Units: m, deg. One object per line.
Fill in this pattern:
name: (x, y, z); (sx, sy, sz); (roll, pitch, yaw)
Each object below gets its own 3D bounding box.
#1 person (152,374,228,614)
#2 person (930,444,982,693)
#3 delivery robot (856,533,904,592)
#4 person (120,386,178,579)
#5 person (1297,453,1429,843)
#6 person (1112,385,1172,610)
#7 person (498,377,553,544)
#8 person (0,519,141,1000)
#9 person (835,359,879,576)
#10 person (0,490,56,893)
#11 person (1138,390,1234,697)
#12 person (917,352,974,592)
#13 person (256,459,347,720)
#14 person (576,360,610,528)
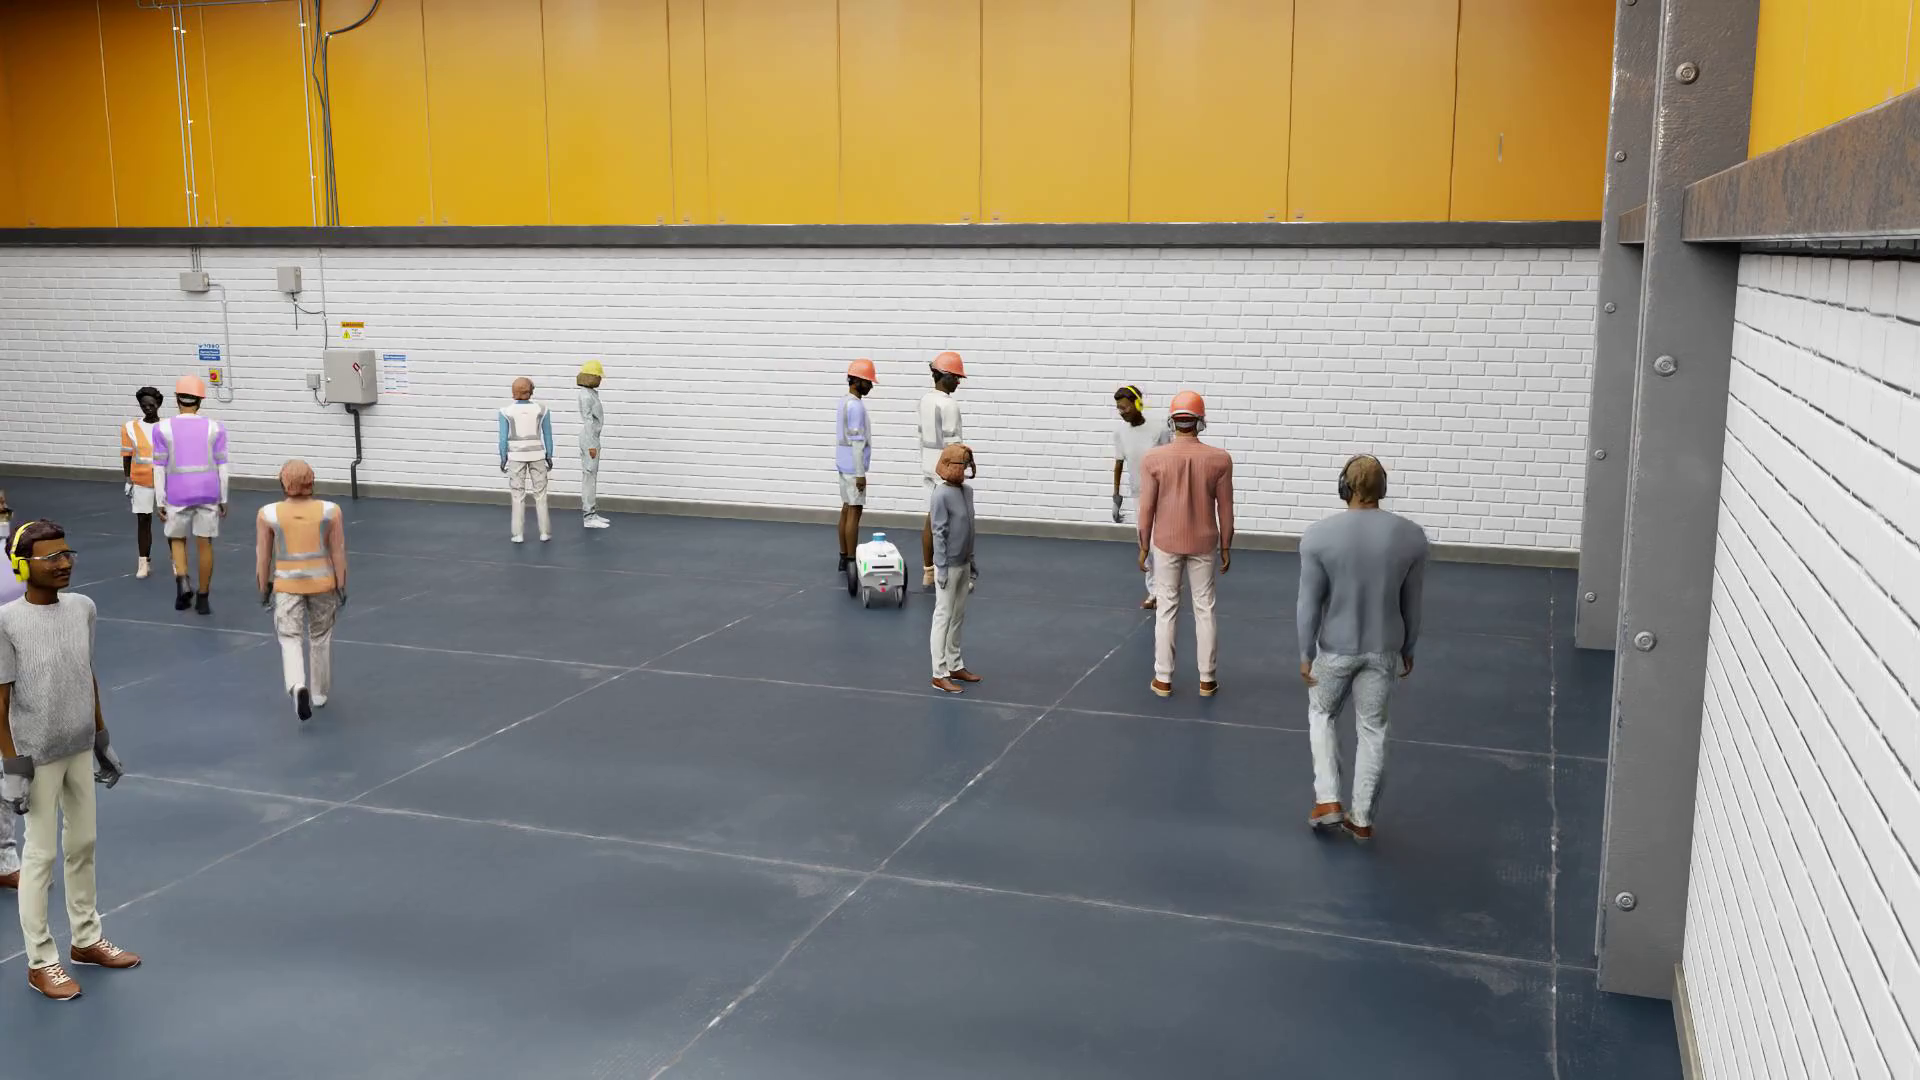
person: (-6.066, -0.347, 13.158); (0.551, 1.910, 0.483); (-5, 11, -28)
person: (-0.028, 0.174, 10.985); (0.283, 1.633, 0.497); (5, 11, 25)
delivery robot: (-0.663, 0.186, 13.689); (0.477, 0.478, 0.707); (-1, 10, -8)
person: (-7.076, -0.505, 14.632); (0.529, 1.697, 0.321); (-4, 11, -21)
person: (1.955, 0.533, 8.171); (0.629, 1.925, 0.446); (0, 10, 3)
person: (1.485, -0.322, 13.254); (0.557, 1.818, 0.545); (7, 12, 35)
person: (-4.259, -0.779, 16.341); (0.533, 1.637, 0.323); (-4, 11, -22)
person: (-3.537, 0.844, 6.537); (0.328, 1.877, 0.513); (3, 11, 17)
person: (-0.908, -0.646, 14.783); (0.391, 1.924, 0.547); (-3, 10, -16)
person: (-4.355, 0.672, 7.396); (0.512, 1.919, 0.629); (0, 10, -1)
person: (1.461, 0.027, 10.803); (0.621, 1.990, 0.396); (0, 10, 2)
person: (-0.123, -0.569, 14.050); (0.390, 2.034, 0.605); (-5, 11, -28)
person: (-4.062, 0.306, 10.294); (0.525, 1.615, 0.690); (-4, 11, -23)
person: (-3.816, -1.003, 17.313); (0.302, 1.741, 0.485); (-2, 10, -10)
